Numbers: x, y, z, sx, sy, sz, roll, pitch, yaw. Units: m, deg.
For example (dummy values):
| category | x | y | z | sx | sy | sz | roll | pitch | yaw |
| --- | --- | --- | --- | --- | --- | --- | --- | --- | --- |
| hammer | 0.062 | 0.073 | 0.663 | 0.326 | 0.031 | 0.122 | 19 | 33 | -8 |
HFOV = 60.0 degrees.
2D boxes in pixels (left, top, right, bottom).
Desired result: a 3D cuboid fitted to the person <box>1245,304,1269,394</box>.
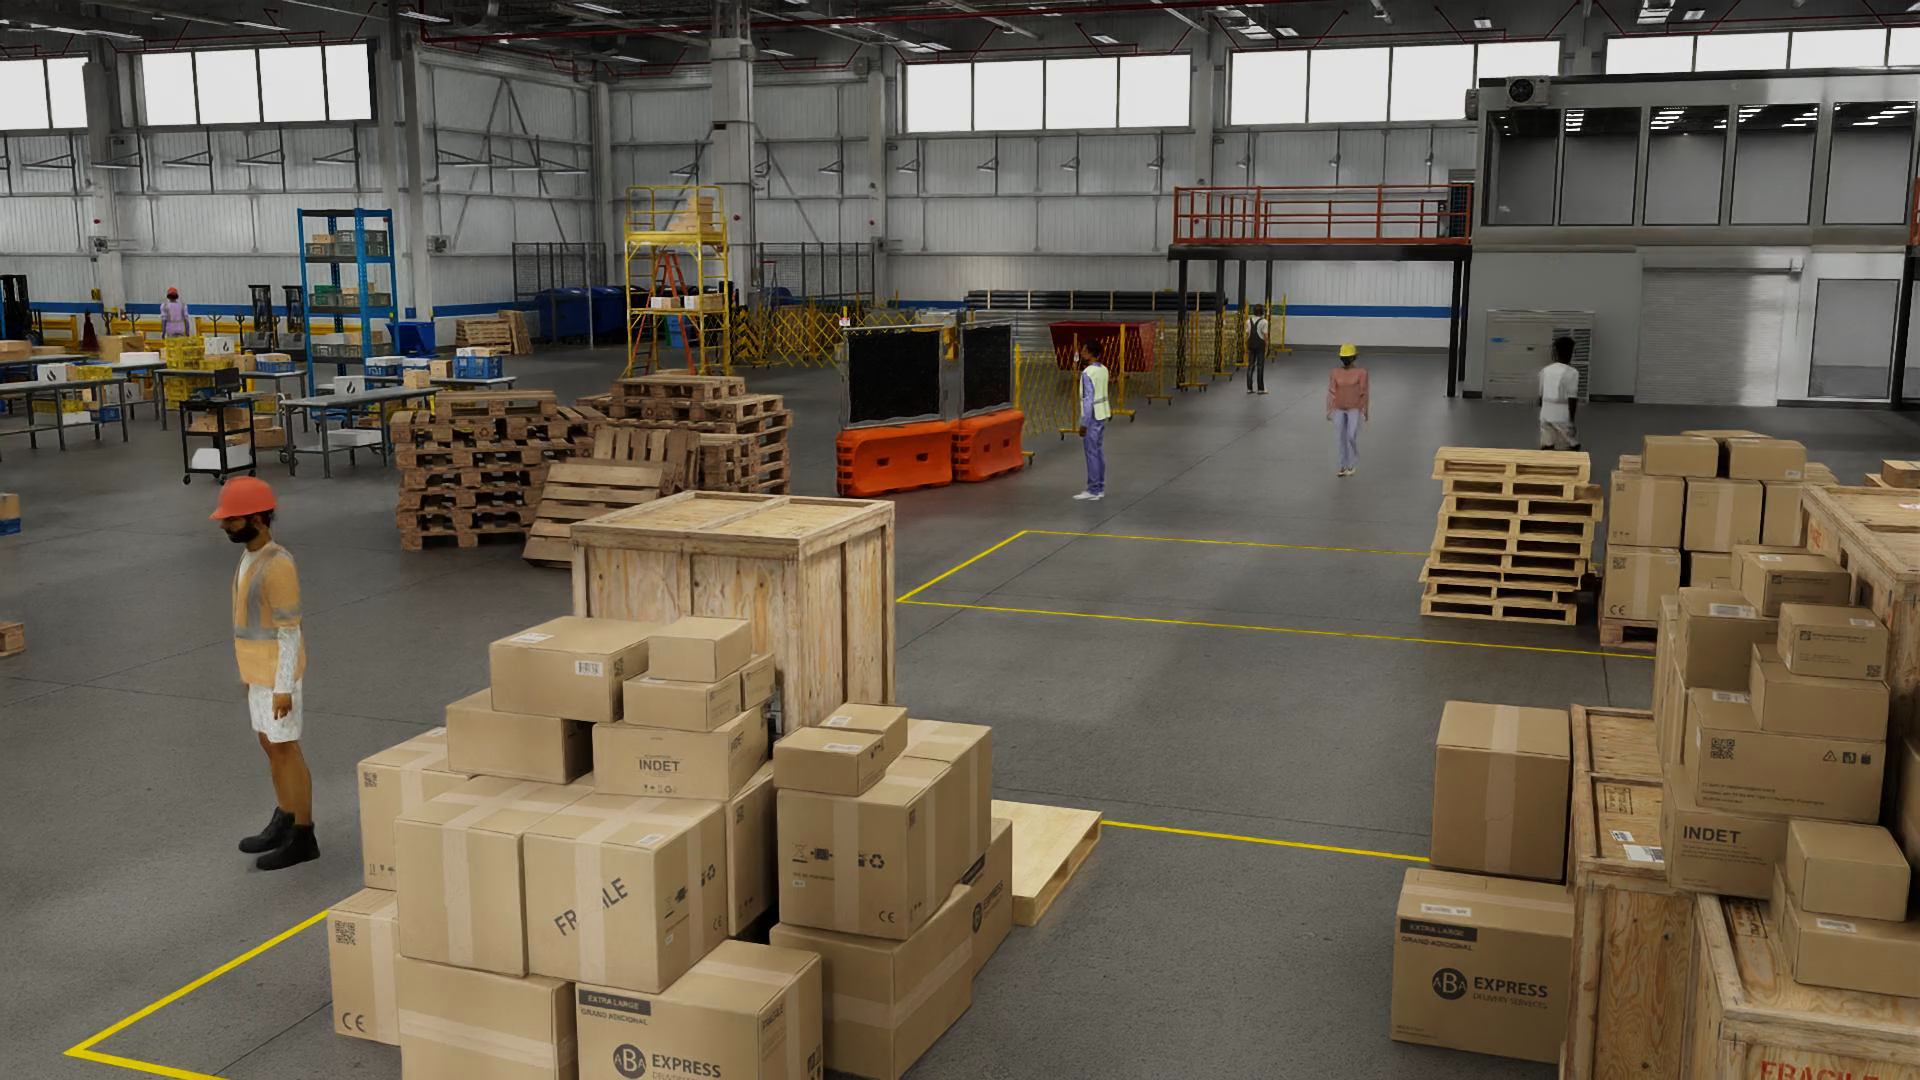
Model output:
| category | x | y | z | sx | sy | sz | roll | pitch | yaw |
| --- | --- | --- | --- | --- | --- | --- | --- | --- | --- |
| person | 6.059 | -3.889 | 33.895 | 0.514 | 1.841 | 0.327 | 8 | 13 | 38 |

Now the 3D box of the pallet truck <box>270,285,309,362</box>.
| category | x | y | z | sx | sy | sz | roll | pitch | yaw |
| --- | --- | --- | --- | --- | --- | --- | --- | --- | --- |
| pallet truck | -17.147 | -5.700 | 43.663 | 0.823 | 1.965 | 1.885 | 3 | 11 | 17 |

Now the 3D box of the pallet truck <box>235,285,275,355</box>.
| category | x | y | z | sx | sy | sz | roll | pitch | yaw |
| --- | --- | --- | --- | --- | --- | --- | --- | --- | --- |
| pallet truck | -18.327 | -5.835 | 44.421 | 0.823 | 1.965 | 1.885 | 4 | 11 | 23 |

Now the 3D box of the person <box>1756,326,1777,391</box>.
| category | x | y | z | sx | sy | sz | roll | pitch | yaw |
| --- | --- | --- | --- | --- | --- | --- | --- | --- | --- |
| person | 16.596 | -3.883 | 33.799 | 1.007 | 1.853 | 0.642 | 0 | 10 | 2 |

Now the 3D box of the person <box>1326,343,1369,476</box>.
| category | x | y | z | sx | sy | sz | roll | pitch | yaw |
| --- | --- | --- | --- | --- | --- | --- | --- | --- | --- |
| person | 5.060 | -1.700 | 21.807 | 0.556 | 1.747 | 0.485 | 7 | 12 | 36 |

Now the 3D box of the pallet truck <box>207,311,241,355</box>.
| category | x | y | z | sx | sy | sz | roll | pitch | yaw |
| --- | --- | --- | --- | --- | --- | --- | --- | --- | --- |
| pallet truck | -19.537 | -5.575 | 44.913 | 0.653 | 1.274 | 1.630 | 3 | 11 | 19 |

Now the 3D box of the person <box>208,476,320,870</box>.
| category | x | y | z | sx | sy | sz | roll | pitch | yaw |
| --- | --- | --- | --- | --- | --- | --- | --- | --- | --- |
| person | -3.401 | 0.643 | 8.115 | 0.378 | 1.932 | 0.551 | -7 | 13 | -36 |

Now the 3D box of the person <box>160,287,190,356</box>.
| category | x | y | z | sx | sy | sz | roll | pitch | yaw |
| --- | --- | --- | --- | --- | --- | --- | --- | --- | --- |
| person | -18.458 | -4.915 | 39.111 | 0.615 | 2.041 | 0.388 | -8 | 13 | -39 |

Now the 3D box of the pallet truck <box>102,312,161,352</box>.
| category | x | y | z | sx | sy | sz | roll | pitch | yaw |
| --- | --- | --- | --- | --- | --- | --- | --- | --- | --- |
| pallet truck | -23.057 | -5.777 | 46.261 | 0.680 | 1.201 | 1.601 | 3 | 11 | 19 |

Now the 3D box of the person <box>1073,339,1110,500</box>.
| category | x | y | z | sx | sy | sz | roll | pitch | yaw |
| --- | --- | --- | --- | --- | --- | --- | --- | --- | --- |
| person | 1.592 | -1.440 | 19.883 | 0.383 | 1.921 | 0.597 | 4 | 11 | 23 |

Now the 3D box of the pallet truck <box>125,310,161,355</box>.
| category | x | y | z | sx | sy | sz | roll | pitch | yaw |
| --- | --- | --- | --- | --- | --- | --- | --- | --- | --- |
| pallet truck | -22.038 | -5.665 | 45.457 | 0.704 | 1.261 | 1.522 | 3 | 11 | 17 |

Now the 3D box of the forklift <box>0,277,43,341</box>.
| category | x | y | z | sx | sy | sz | roll | pitch | yaw |
| --- | --- | --- | --- | --- | --- | --- | --- | --- | --- |
| forklift | -27.151 | -6.329 | 46.328 | 1.157 | 1.987 | 2.680 | 3 | 11 | 17 |

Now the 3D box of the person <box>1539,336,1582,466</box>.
| category | x | y | z | sx | sy | sz | roll | pitch | yaw |
| --- | --- | --- | --- | --- | --- | --- | --- | --- | --- |
| person | 7.213 | -1.462 | 19.926 | 0.678 | 1.942 | 0.627 | -5 | 11 | -26 |
